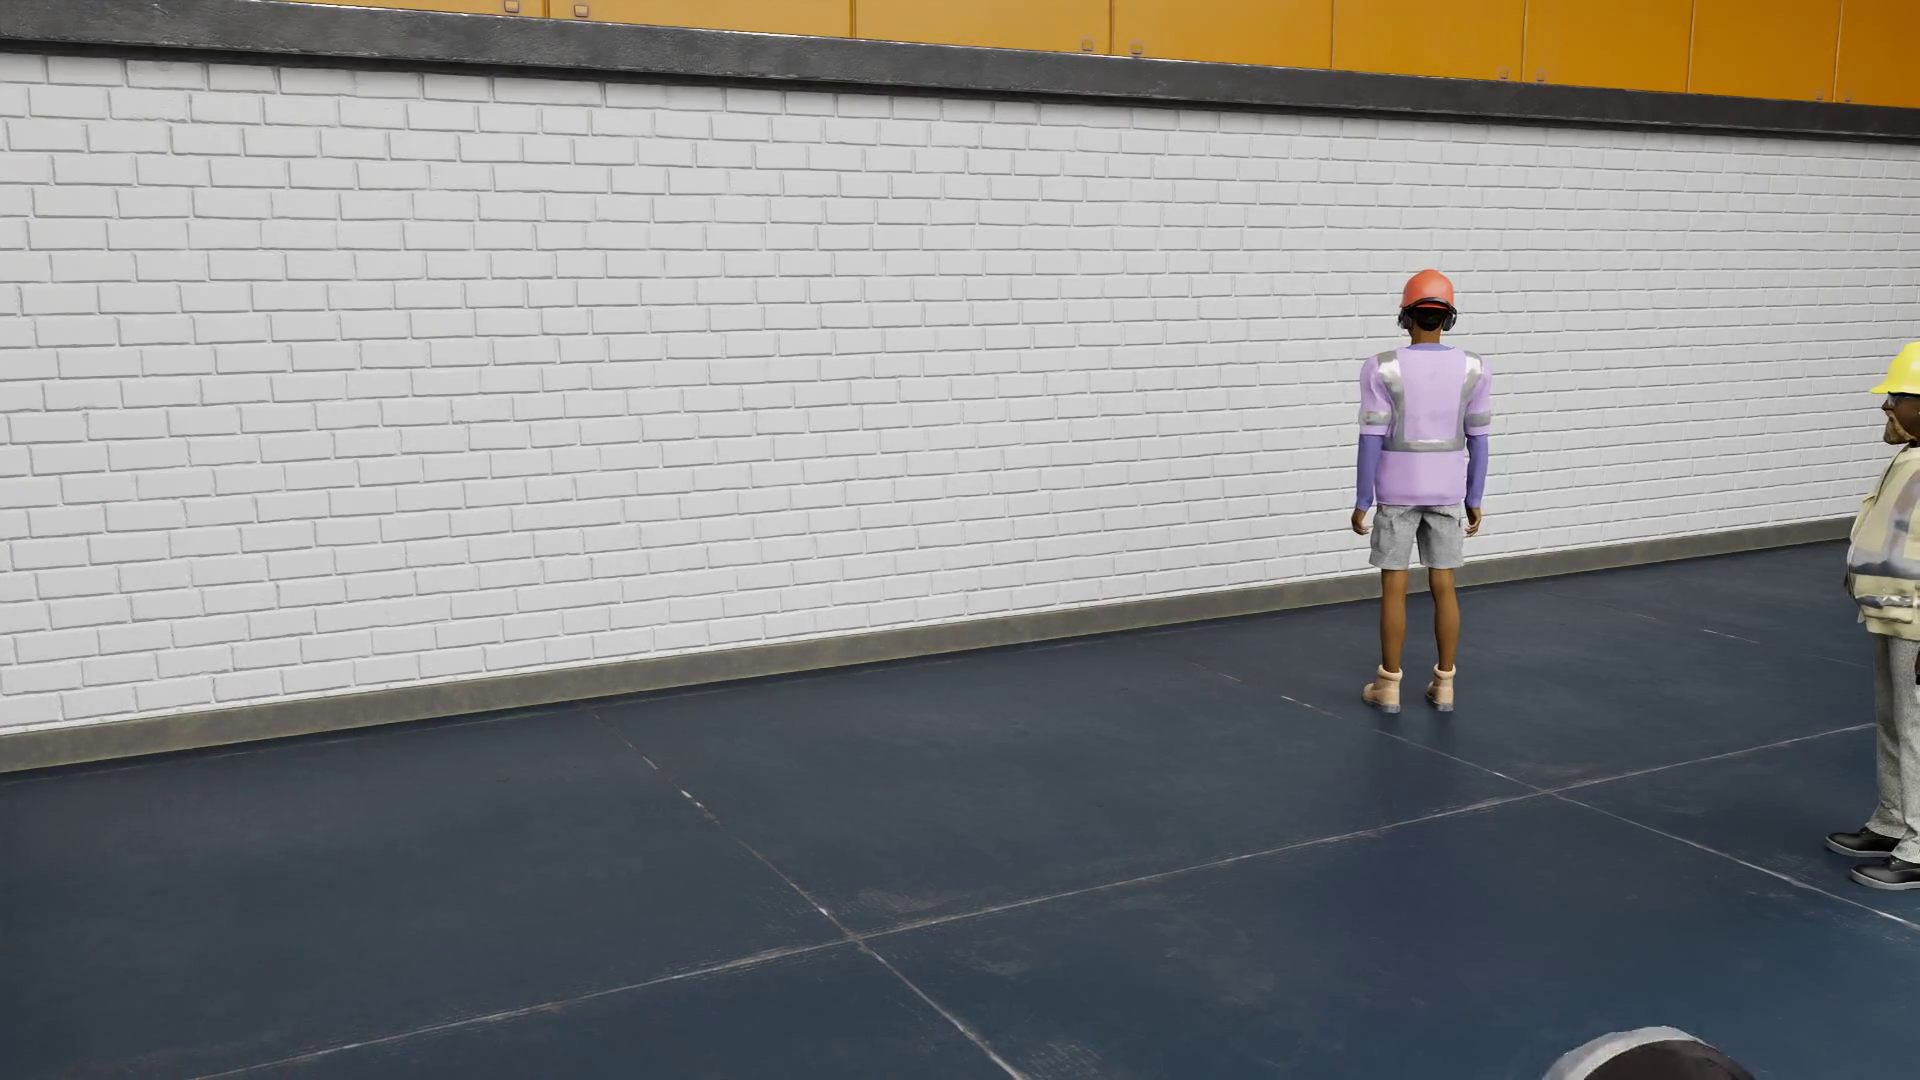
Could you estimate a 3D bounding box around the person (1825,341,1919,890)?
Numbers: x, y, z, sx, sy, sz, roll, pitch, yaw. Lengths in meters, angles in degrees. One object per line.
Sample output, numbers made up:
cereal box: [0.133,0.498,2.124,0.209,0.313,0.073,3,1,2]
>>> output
person: [3.185,0.254,5.577,0.403,1.830,0.599,3,10,15]

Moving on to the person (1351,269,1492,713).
person: [2.113,-0.217,7.687,0.616,2.041,0.378,-1,10,-3]

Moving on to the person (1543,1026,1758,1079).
person: [0.554,0.974,0.932,0.834,2.004,0.635,0,10,-1]
